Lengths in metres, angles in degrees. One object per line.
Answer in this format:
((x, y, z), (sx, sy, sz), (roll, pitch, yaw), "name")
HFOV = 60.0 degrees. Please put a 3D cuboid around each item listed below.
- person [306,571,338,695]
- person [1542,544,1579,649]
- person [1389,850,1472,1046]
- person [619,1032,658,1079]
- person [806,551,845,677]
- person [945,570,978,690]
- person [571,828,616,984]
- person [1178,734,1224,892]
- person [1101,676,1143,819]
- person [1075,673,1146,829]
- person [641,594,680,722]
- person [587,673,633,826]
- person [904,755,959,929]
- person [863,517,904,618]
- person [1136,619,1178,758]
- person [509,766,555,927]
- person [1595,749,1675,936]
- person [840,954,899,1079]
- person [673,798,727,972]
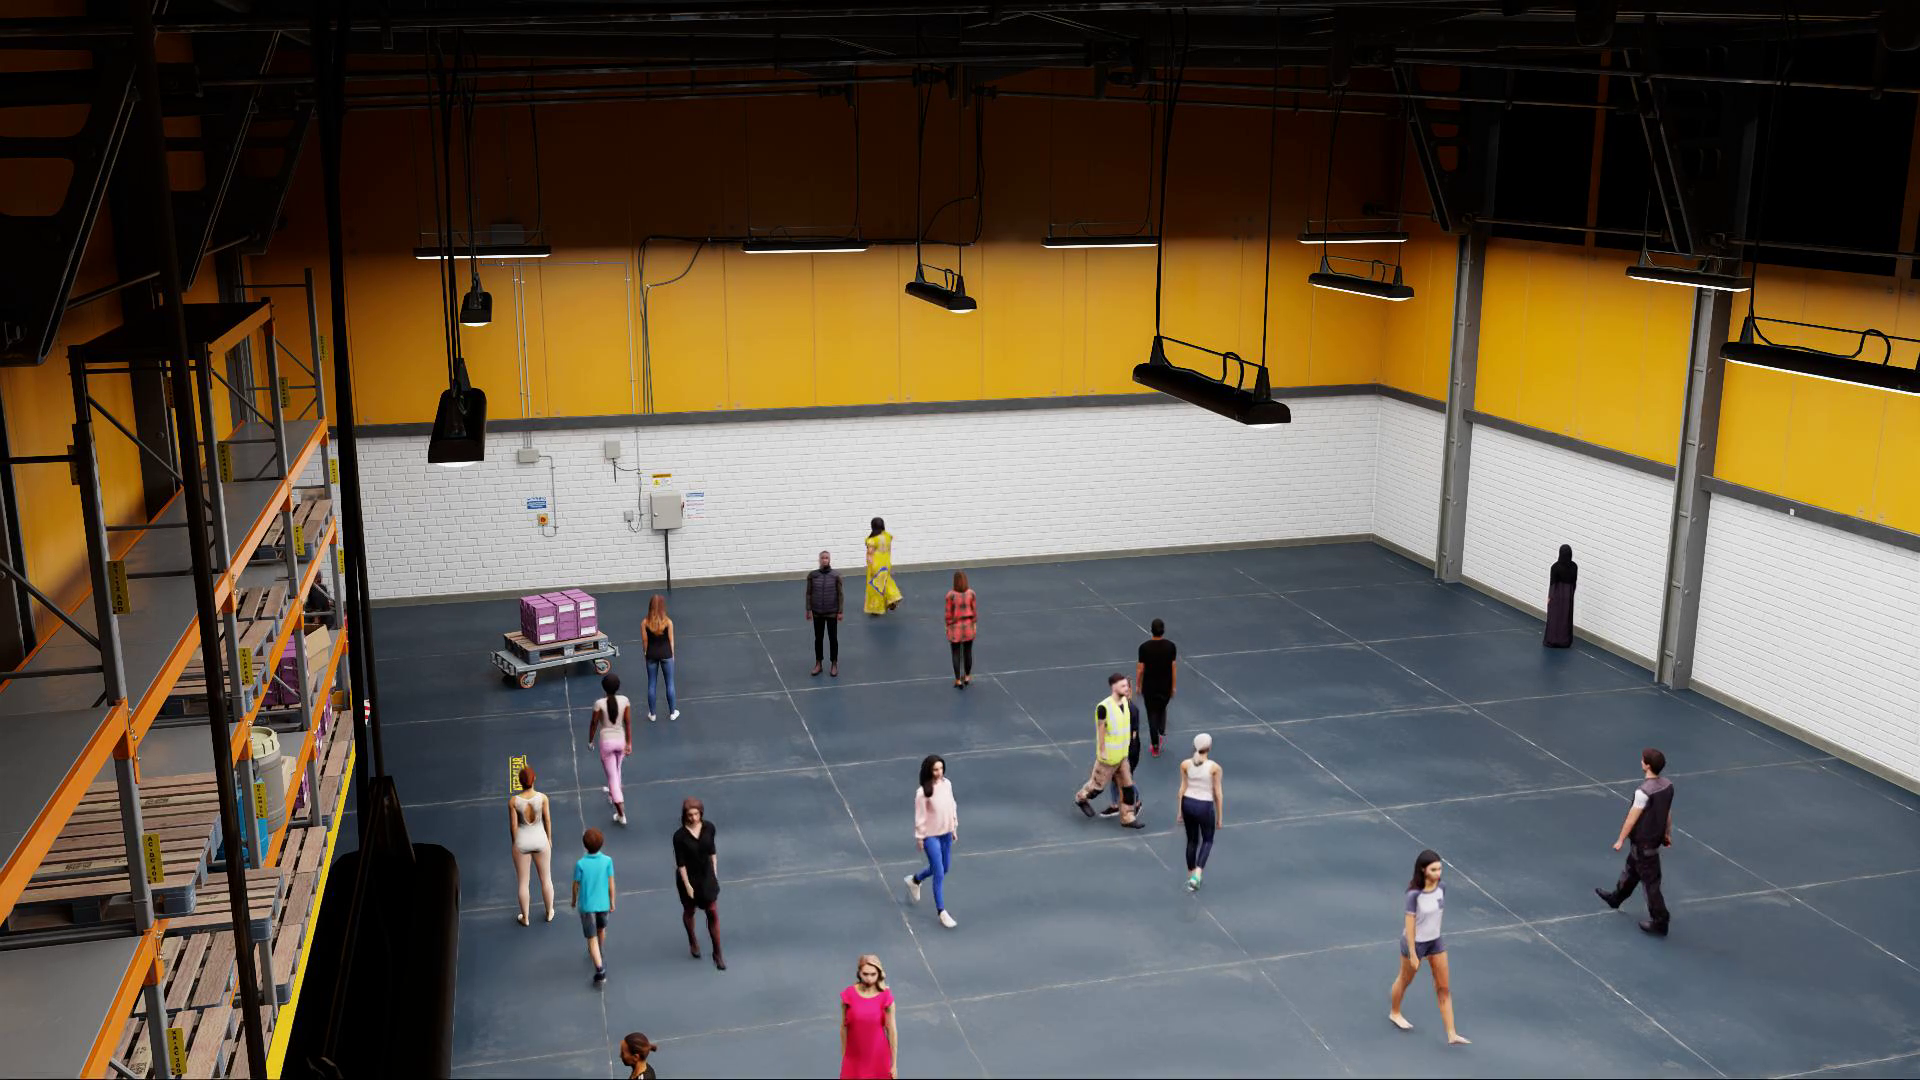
((-8.940, 1.263, 23.269), (0.831, 1.787, 0.580), (2, 14, 7), "person")
((9.180, 0.840, 25.381), (0.613, 1.614, 0.609), (-2, 14, -8), "person")
((3.924, 3.465, 14.363), (0.752, 1.698, 1.102), (-7, 15, -28), "person")
((-2.168, 4.171, 11.512), (0.647, 1.667, 0.464), (-3, 14, -12), "person")
((-1.946, 1.048, 24.057), (0.775, 1.834, 0.716), (2, 14, 7), "person")
((0.015, 1.259, 23.461), (0.607, 1.704, 0.607), (-4, 14, -14), "person")
((-3.359, 3.377, 15.323), (0.709, 1.418, 1.006), (-8, 16, -31), "person")
((2.416, 2.833, 17.002), (0.897, 1.685, 0.981), (5, 14, 19), "person")
((1.874, 2.356, 18.976), (0.835, 1.683, 0.767), (-11, 18, -39), "person")
((1.661, 2.358, 18.688), (1.233, 1.815, 1.066), (12, 18, 40), "person")
((-4.008, 1.563, 22.168), (0.630, 1.723, 0.579), (-1, 14, -5), "person")
((-3.901, 2.386, 18.819), (0.835, 1.698, 1.191), (-9, 16, -33), "person")
((-0.294, 2.928, 16.472), (0.947, 1.750, 1.116), (-13, 19, -42), "person")
((-1.255, 0.449, 26.929), (1.046, 1.646, 0.962), (12, 18, 42), "person")
((2.487, 1.870, 20.849), (0.721, 1.745, 0.868), (-1, 14, -6), "person")
((-4.226, 3.001, 16.397), (0.566, 1.642, 0.516), (-6, 15, -22), "person")
((6.777, 2.963, 16.193), (0.983, 1.813, 1.208), (-11, 18, -39), "person")
((-0.696, 3.878, 12.618), (0.689, 1.716, 0.762), (0, 14, 2), "person")
((-2.526, 3.170, 15.624), (0.746, 1.678, 0.949), (-8, 16, -31), "person")
